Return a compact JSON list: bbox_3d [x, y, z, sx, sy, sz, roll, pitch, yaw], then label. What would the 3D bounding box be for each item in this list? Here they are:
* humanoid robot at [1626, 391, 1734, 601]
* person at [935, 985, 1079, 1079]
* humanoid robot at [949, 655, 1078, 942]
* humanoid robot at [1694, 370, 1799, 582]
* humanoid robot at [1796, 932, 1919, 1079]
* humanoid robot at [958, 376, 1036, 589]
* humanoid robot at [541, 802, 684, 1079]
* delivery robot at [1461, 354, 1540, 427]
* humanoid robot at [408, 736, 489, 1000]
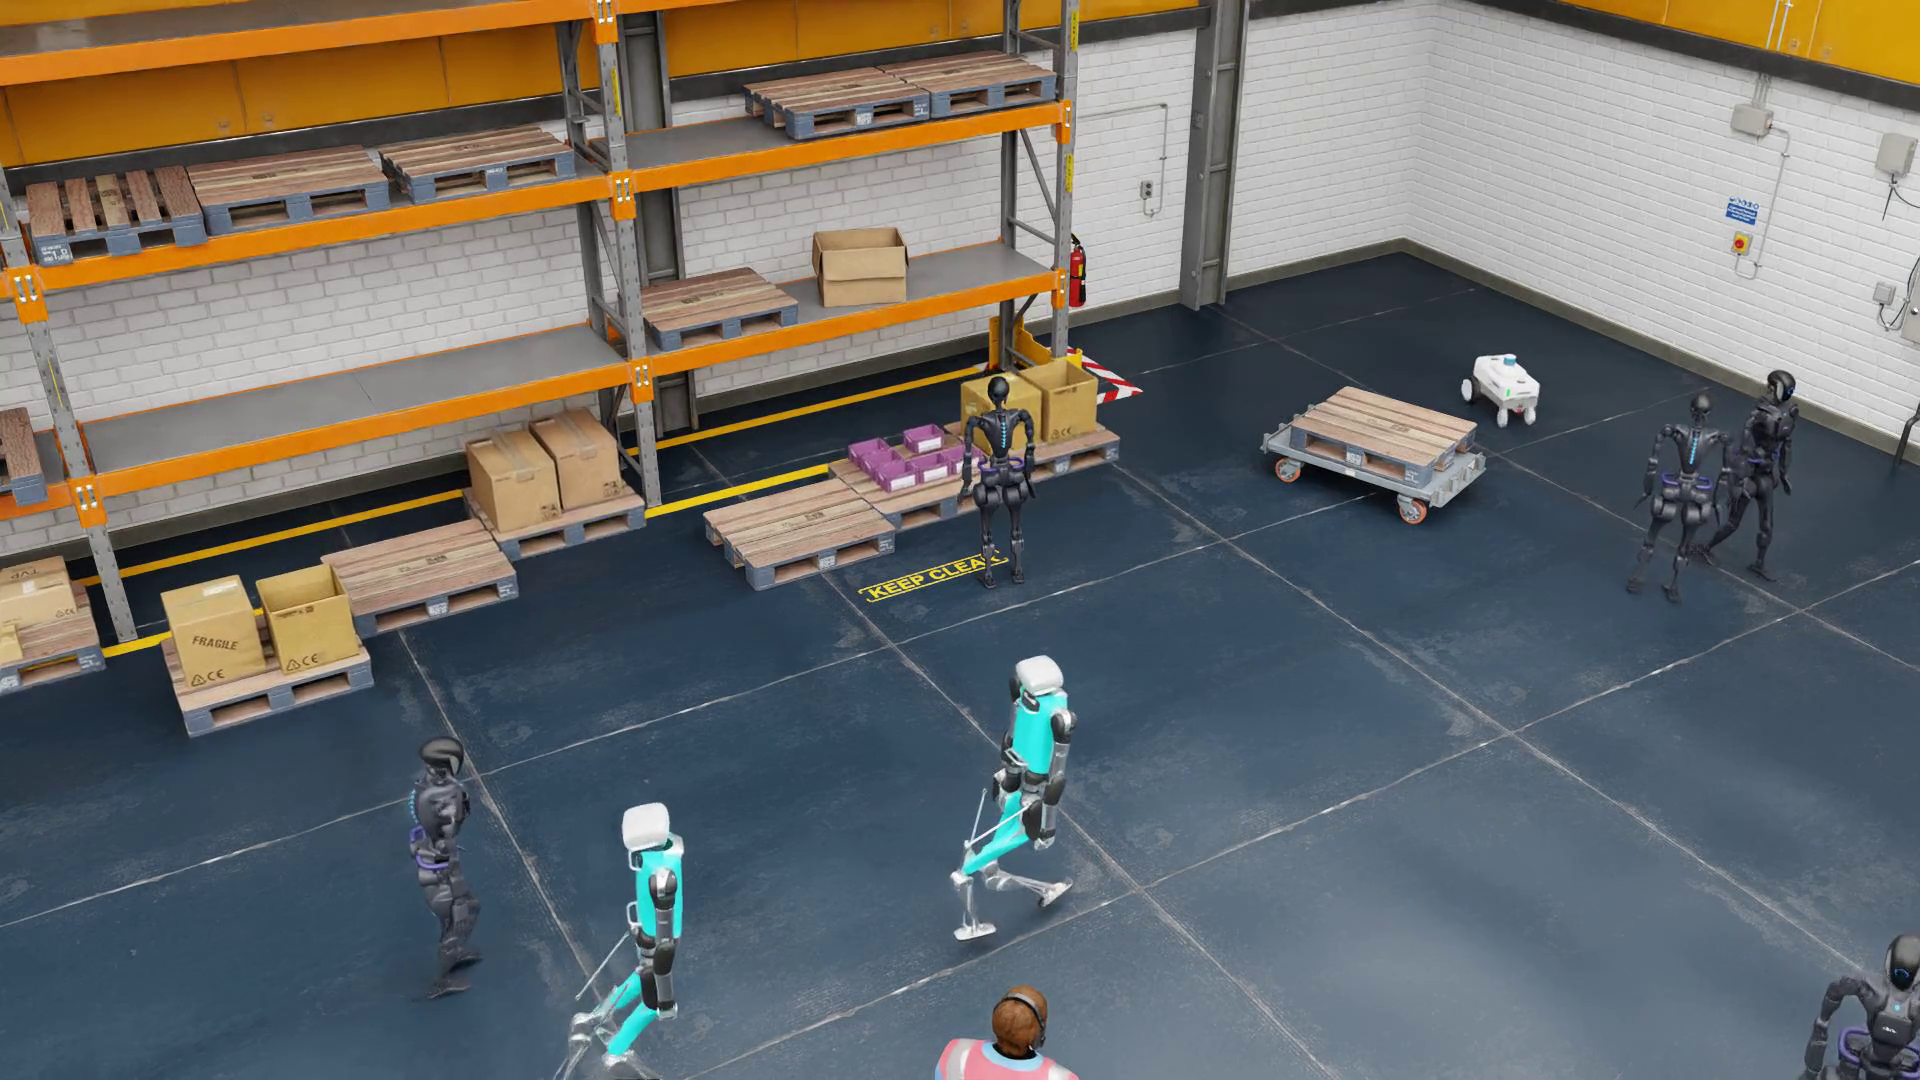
[{"bbox_3d":[5.248,-0.317,12.094,0.602,1.651,0.338,11,31,19],"label":"humanoid robot"},{"bbox_3d":[0.214,2.564,6.854,0.628,1.835,0.431,10,31,18],"label":"person"},{"bbox_3d":[0.210,1.465,8.912,1.029,1.737,0.538,-16,33,-25],"label":"humanoid robot"},{"bbox_3d":[5.955,-0.502,12.448,0.586,1.651,0.576,-14,33,-24],"label":"humanoid robot"},{"bbox_3d":[4.050,2.388,7.352,0.614,1.636,0.644,16,33,25],"label":"humanoid robot"},{"bbox_3d":[0.280,-0.432,12.293,0.599,1.657,0.315,-7,30,-13],"label":"humanoid robot"},{"bbox_3d":[-1.700,2.070,7.856,0.901,1.804,0.552,-7,30,-13],"label":"humanoid robot"},{"bbox_3d":[4.967,-1.410,15.181,0.499,0.595,0.781,-5,30,-9],"label":"delivery robot"},{"bbox_3d":[-2.668,1.688,8.563,0.409,1.634,0.610,-14,32,-23],"label":"humanoid robot"}]
